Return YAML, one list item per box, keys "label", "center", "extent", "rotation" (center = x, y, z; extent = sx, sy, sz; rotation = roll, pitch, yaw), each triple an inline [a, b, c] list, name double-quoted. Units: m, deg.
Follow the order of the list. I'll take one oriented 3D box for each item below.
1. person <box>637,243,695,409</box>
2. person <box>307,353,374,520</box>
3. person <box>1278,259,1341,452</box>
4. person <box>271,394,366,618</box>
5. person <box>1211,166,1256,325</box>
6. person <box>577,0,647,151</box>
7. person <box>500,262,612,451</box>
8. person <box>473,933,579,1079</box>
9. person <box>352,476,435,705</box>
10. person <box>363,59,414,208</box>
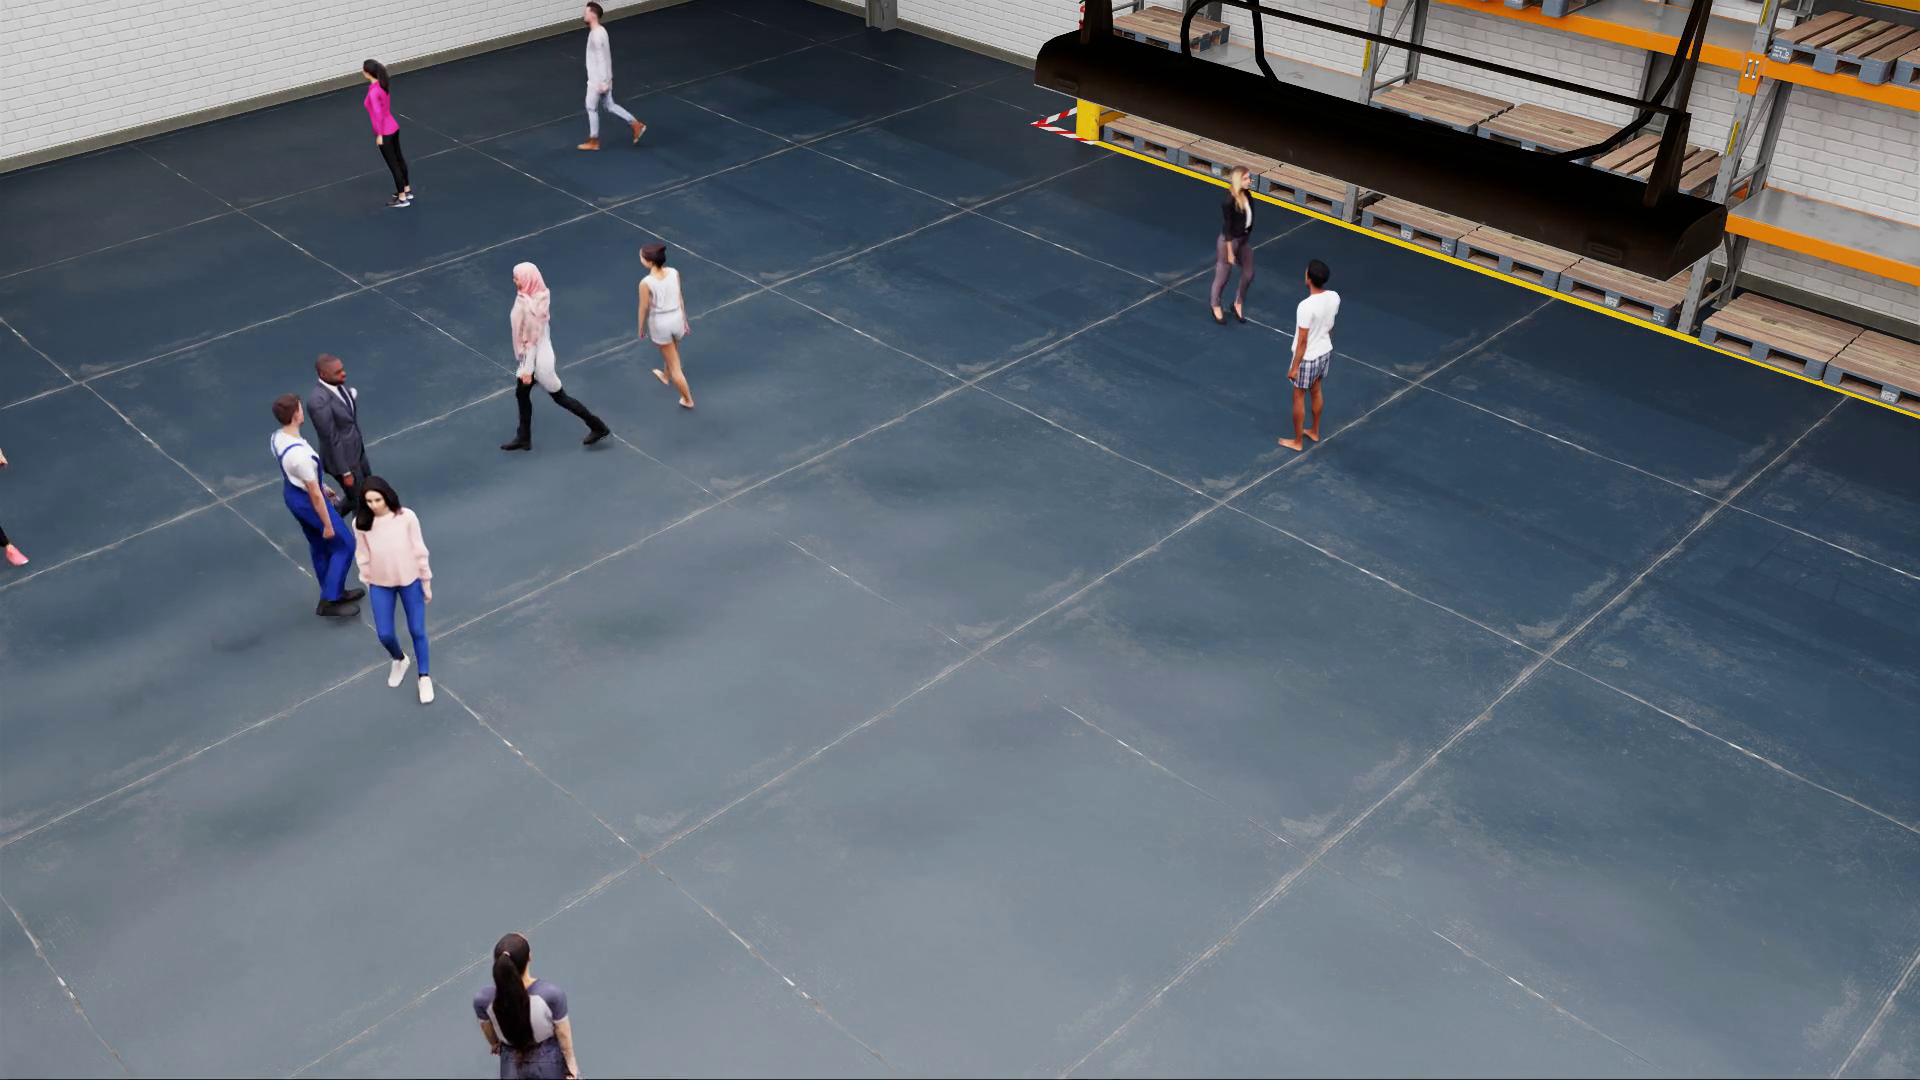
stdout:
- label: "person"
  center: [-2.599, -1.901, 14.975]
  extent: [0.603, 1.597, 0.945]
  rotation: [-25, 41, -32]
- label: "person"
  center: [-4.832, -0.621, 12.866]
  extent: [1.038, 1.800, 0.979]
  rotation: [-1, 34, -1]
- label: "person"
  center: [3.038, -1.596, 14.396]
  extent: [0.665, 1.729, 0.558]
  rotation: [-24, 40, -32]
- label: "person"
  center: [-4.853, -0.218, 12.229]
  extent: [0.674, 1.834, 0.625]
  rotation: [-23, 40, -31]
- label: "person"
  center: [2.623, -2.911, 16.438]
  extent: [0.593, 1.659, 0.601]
  rotation: [-27, 42, -35]
- label: "person"
  center: [-4.354, -5.701, 20.493]
  extent: [1.188, 1.817, 1.155]
  rotation: [-2, 34, -3]
- label: "person"
  center: [-3.496, -1.517, 14.248]
  extent: [1.114, 1.762, 1.208]
  rotation: [-7, 34, -10]
- label: "person"
  center: [-2.097, 2.640, 8.141]
  extent: [0.999, 1.599, 1.109]
  rotation: [-3, 34, -4]
- label: "person"
  center: [-3.893, 0.286, 11.535]
  extent: [0.803, 1.764, 0.851]
  rotation: [-7, 34, -11]
- label: "person"
  center: [-6.555, -4.676, 19.058]
  extent: [0.732, 1.698, 0.674]
  rotation: [0, 34, 0]
